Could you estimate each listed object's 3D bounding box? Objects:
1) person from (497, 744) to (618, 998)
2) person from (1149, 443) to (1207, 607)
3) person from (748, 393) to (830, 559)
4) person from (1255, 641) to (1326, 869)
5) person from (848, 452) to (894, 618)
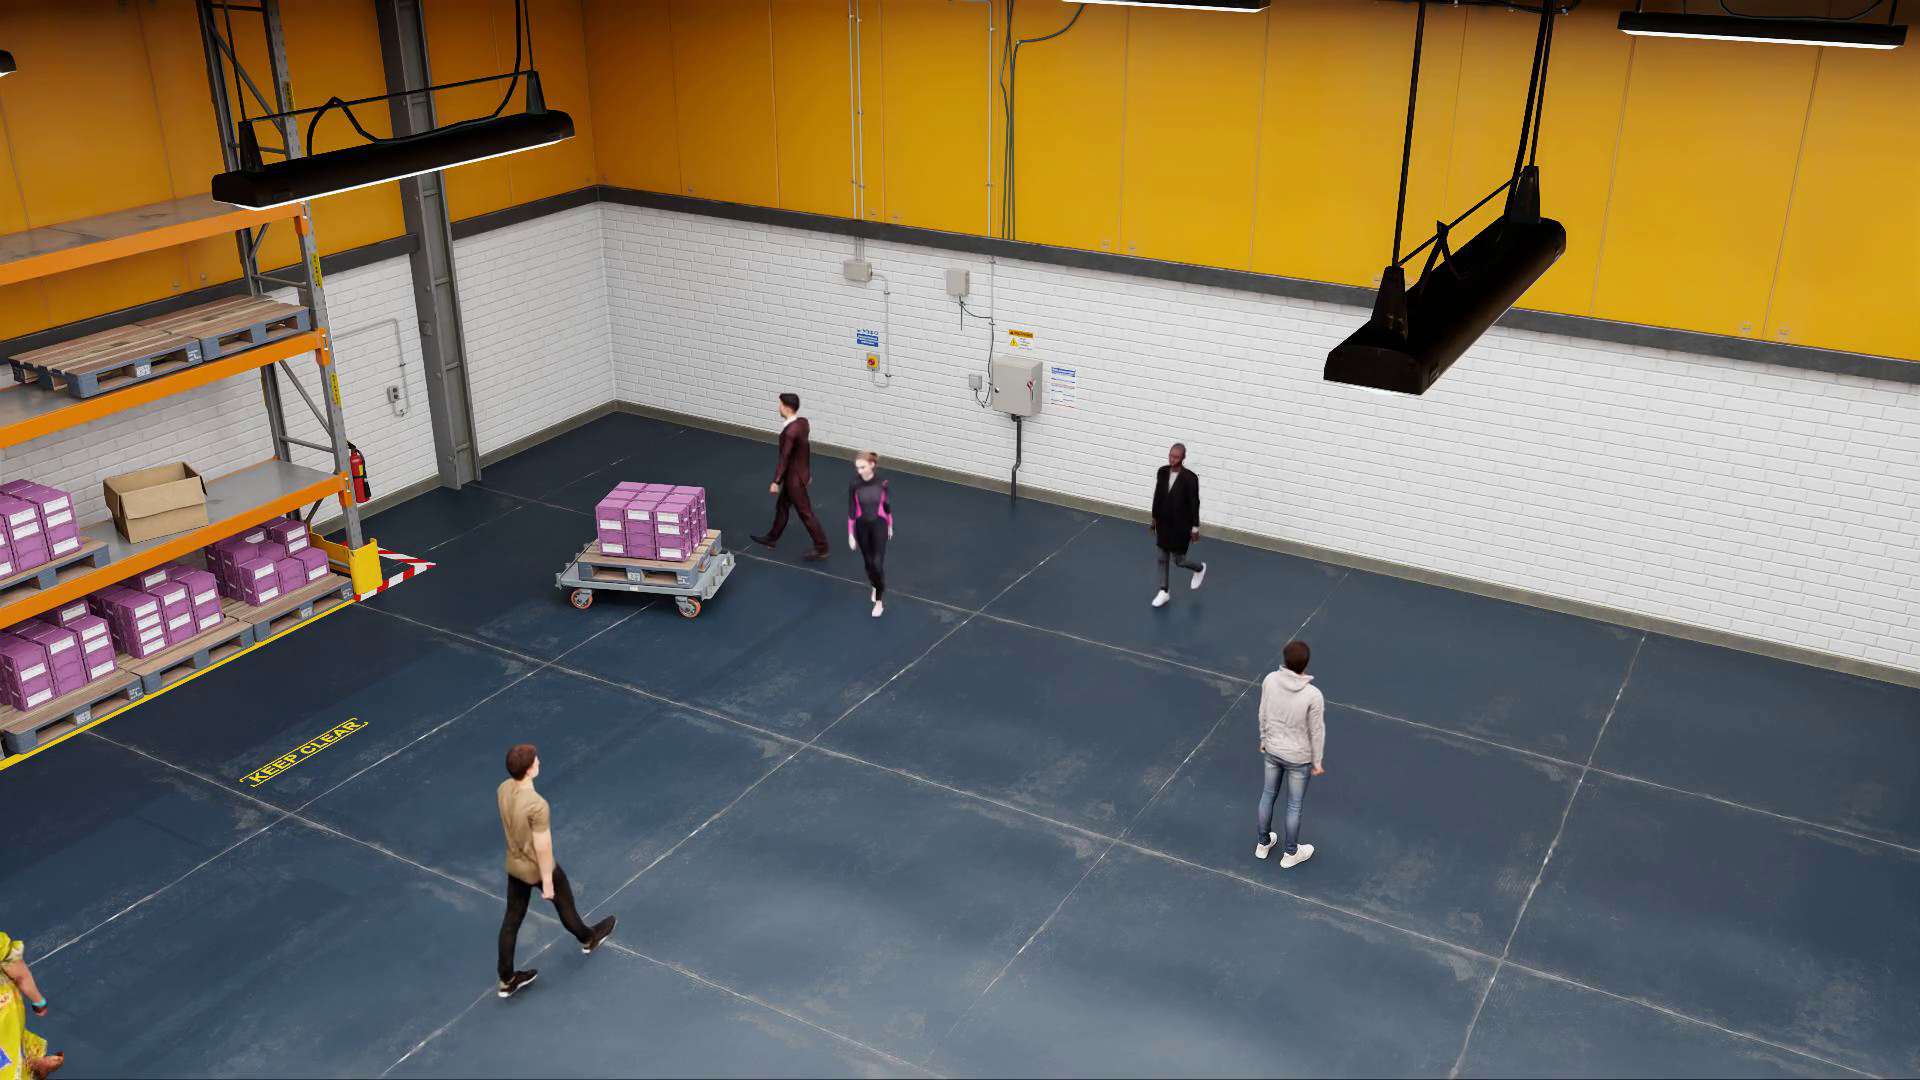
[{"bbox_3d":[-2.951,2.243,11.160,0.815,1.802,1.235,18,29,35],"label":"person"},{"bbox_3d":[2.236,-0.181,16.780,0.968,1.742,0.796,-22,32,-40],"label":"person"},{"bbox_3d":[-1.677,-0.640,17.739,1.043,1.815,1.197,3,24,7],"label":"person"},{"bbox_3d":[2.470,1.599,12.570,0.697,1.854,0.602,17,29,34],"label":"person"},{"bbox_3d":[-0.861,-0.116,16.682,0.795,1.702,0.959,-1,24,-3],"label":"person"}]
